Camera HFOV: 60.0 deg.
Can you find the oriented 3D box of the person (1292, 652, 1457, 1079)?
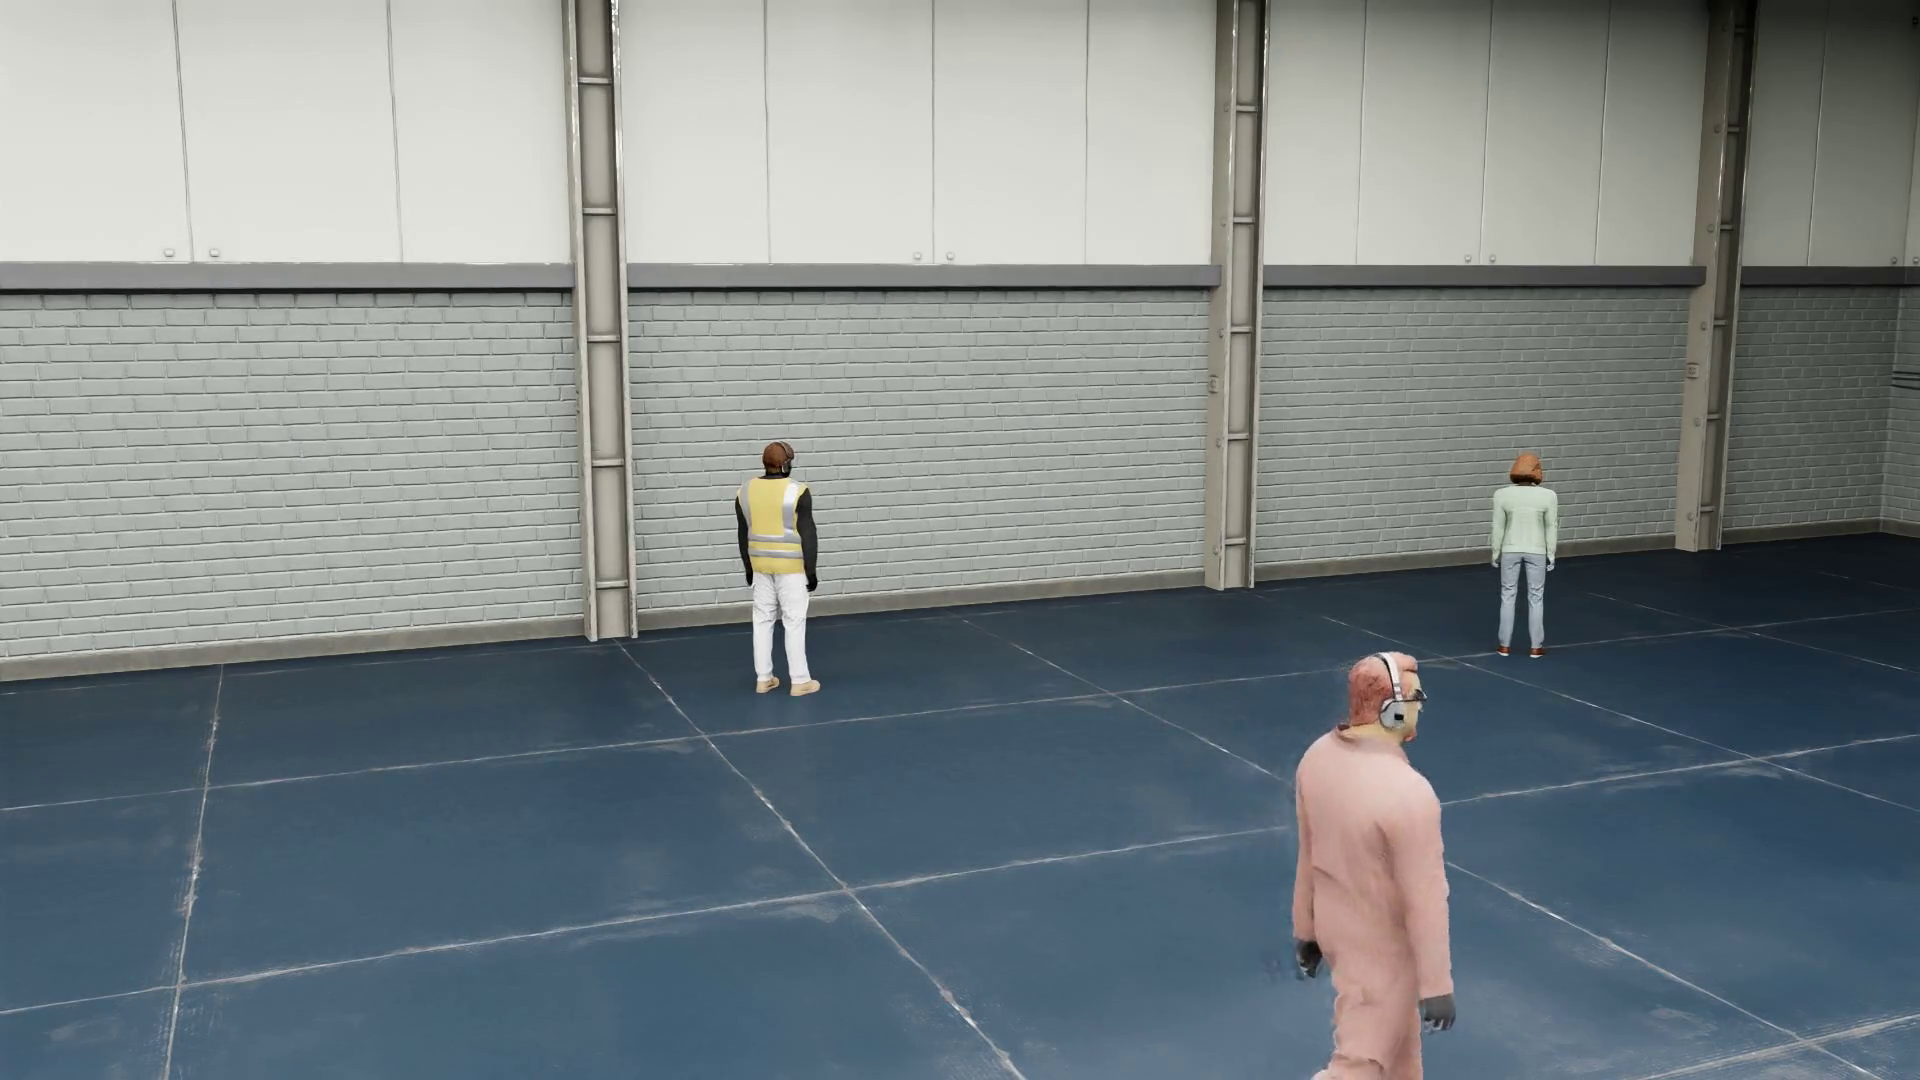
[{"bbox_3d":[1.262,1.274,5.261,0.930,1.876,0.646,-2,9,-12],"label":"person"}]

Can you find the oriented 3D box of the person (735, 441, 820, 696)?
[{"bbox_3d":[-1.295,0.207,12.039,0.619,1.845,0.430,4,10,23],"label":"person"}]

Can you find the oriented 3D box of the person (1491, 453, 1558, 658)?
[{"bbox_3d":[4.480,0.121,13.229,0.499,1.633,0.279,3,10,21],"label":"person"}]
